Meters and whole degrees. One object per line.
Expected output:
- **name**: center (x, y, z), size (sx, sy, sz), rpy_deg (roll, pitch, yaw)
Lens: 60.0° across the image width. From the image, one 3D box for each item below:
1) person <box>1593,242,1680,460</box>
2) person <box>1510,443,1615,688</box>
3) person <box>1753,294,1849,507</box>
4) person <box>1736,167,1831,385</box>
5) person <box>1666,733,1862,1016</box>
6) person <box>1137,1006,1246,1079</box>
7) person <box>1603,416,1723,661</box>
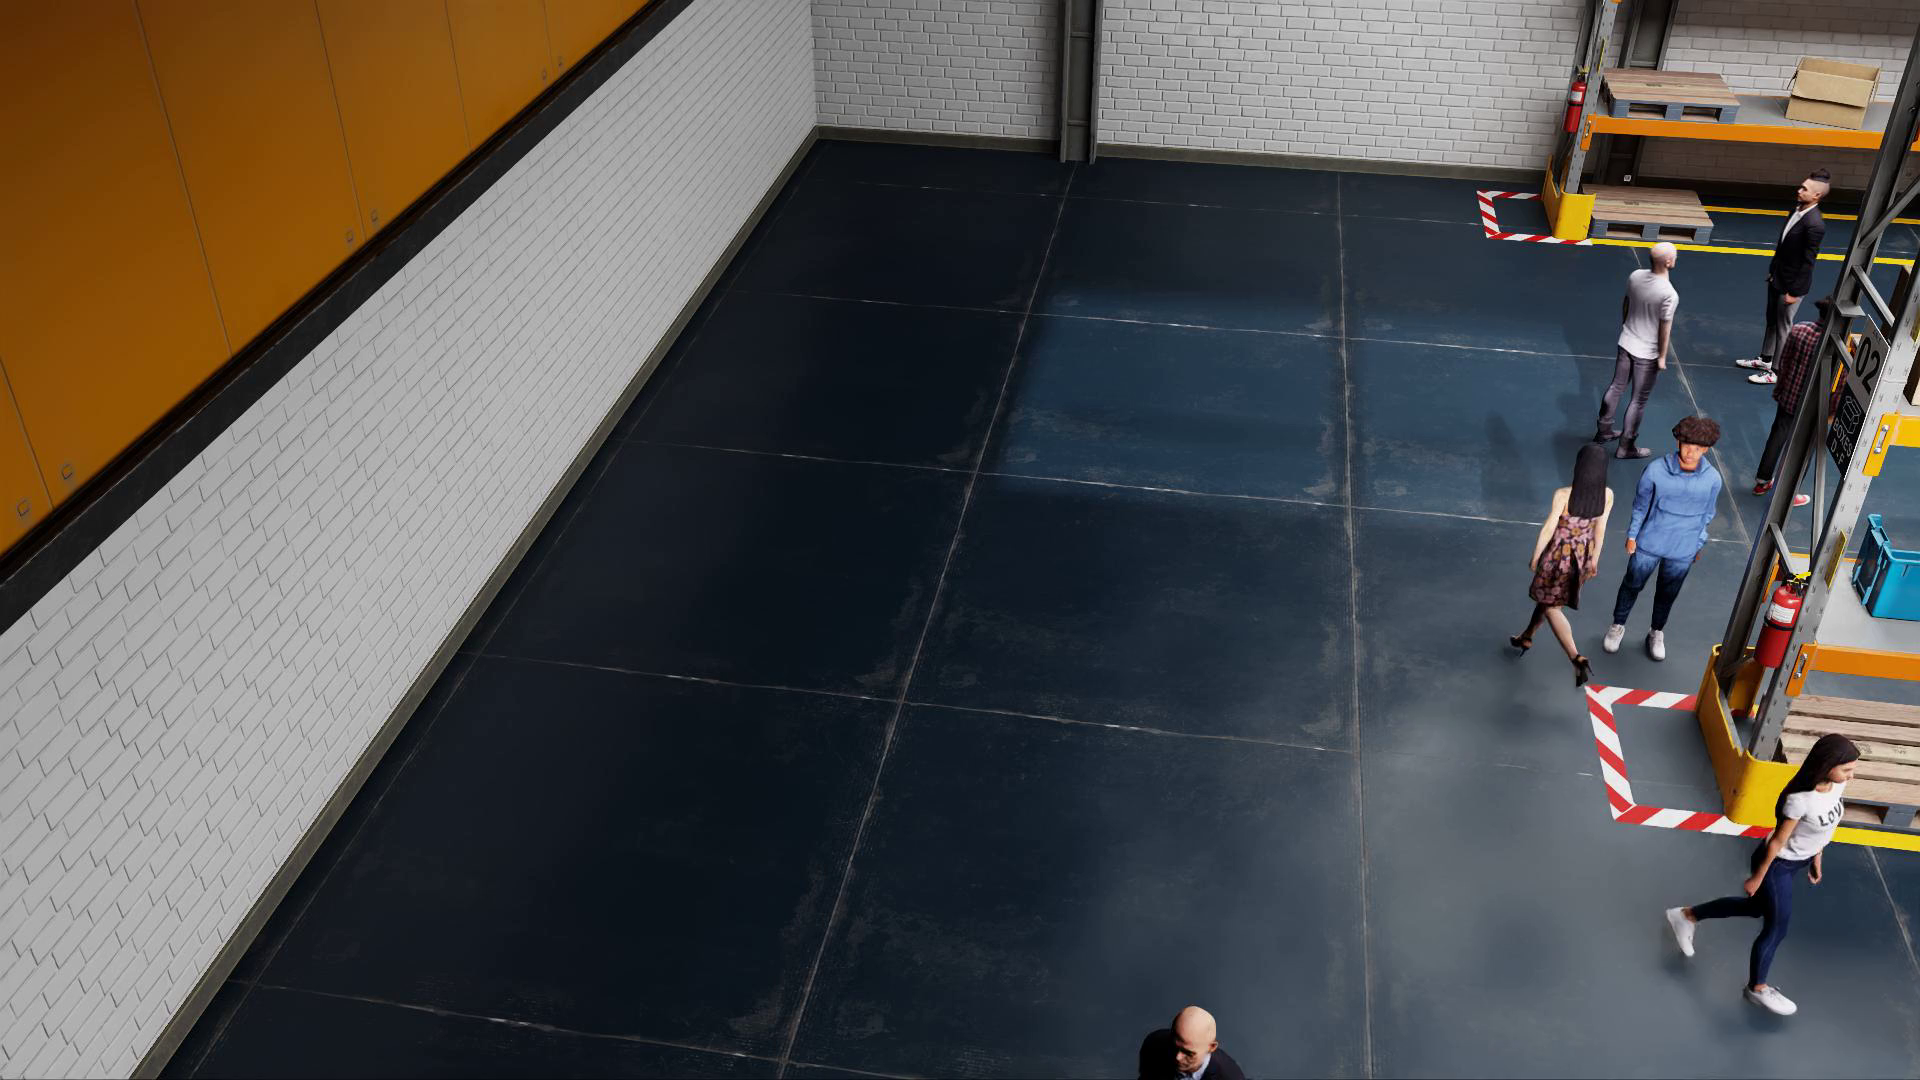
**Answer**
- **person**: center (5.484, -1.544, 13.418), size (0.760, 1.832, 0.755), rpy_deg (-11, 35, -16)
- **person**: center (3.978, 0.215, 10.850), size (1.084, 1.744, 0.952), rpy_deg (-7, 34, -10)
- **person**: center (6.500, -1.081, 12.785), size (0.826, 1.760, 0.771), rpy_deg (-20, 39, -28)
- **person**: center (7.217, -2.292, 14.436), size (0.615, 1.949, 0.732), rpy_deg (2, 34, 3)
- **person**: center (4.188, 1.657, 8.677), size (0.962, 1.748, 1.092), rpy_deg (-23, 40, -31)
- **person**: center (1.018, 2.603, 7.241), size (1.172, 1.762, 1.060), rpy_deg (20, 38, 27)
- **person**: center (4.741, -0.024, 11.150), size (0.530, 1.810, 0.760), rpy_deg (9, 35, 14)
